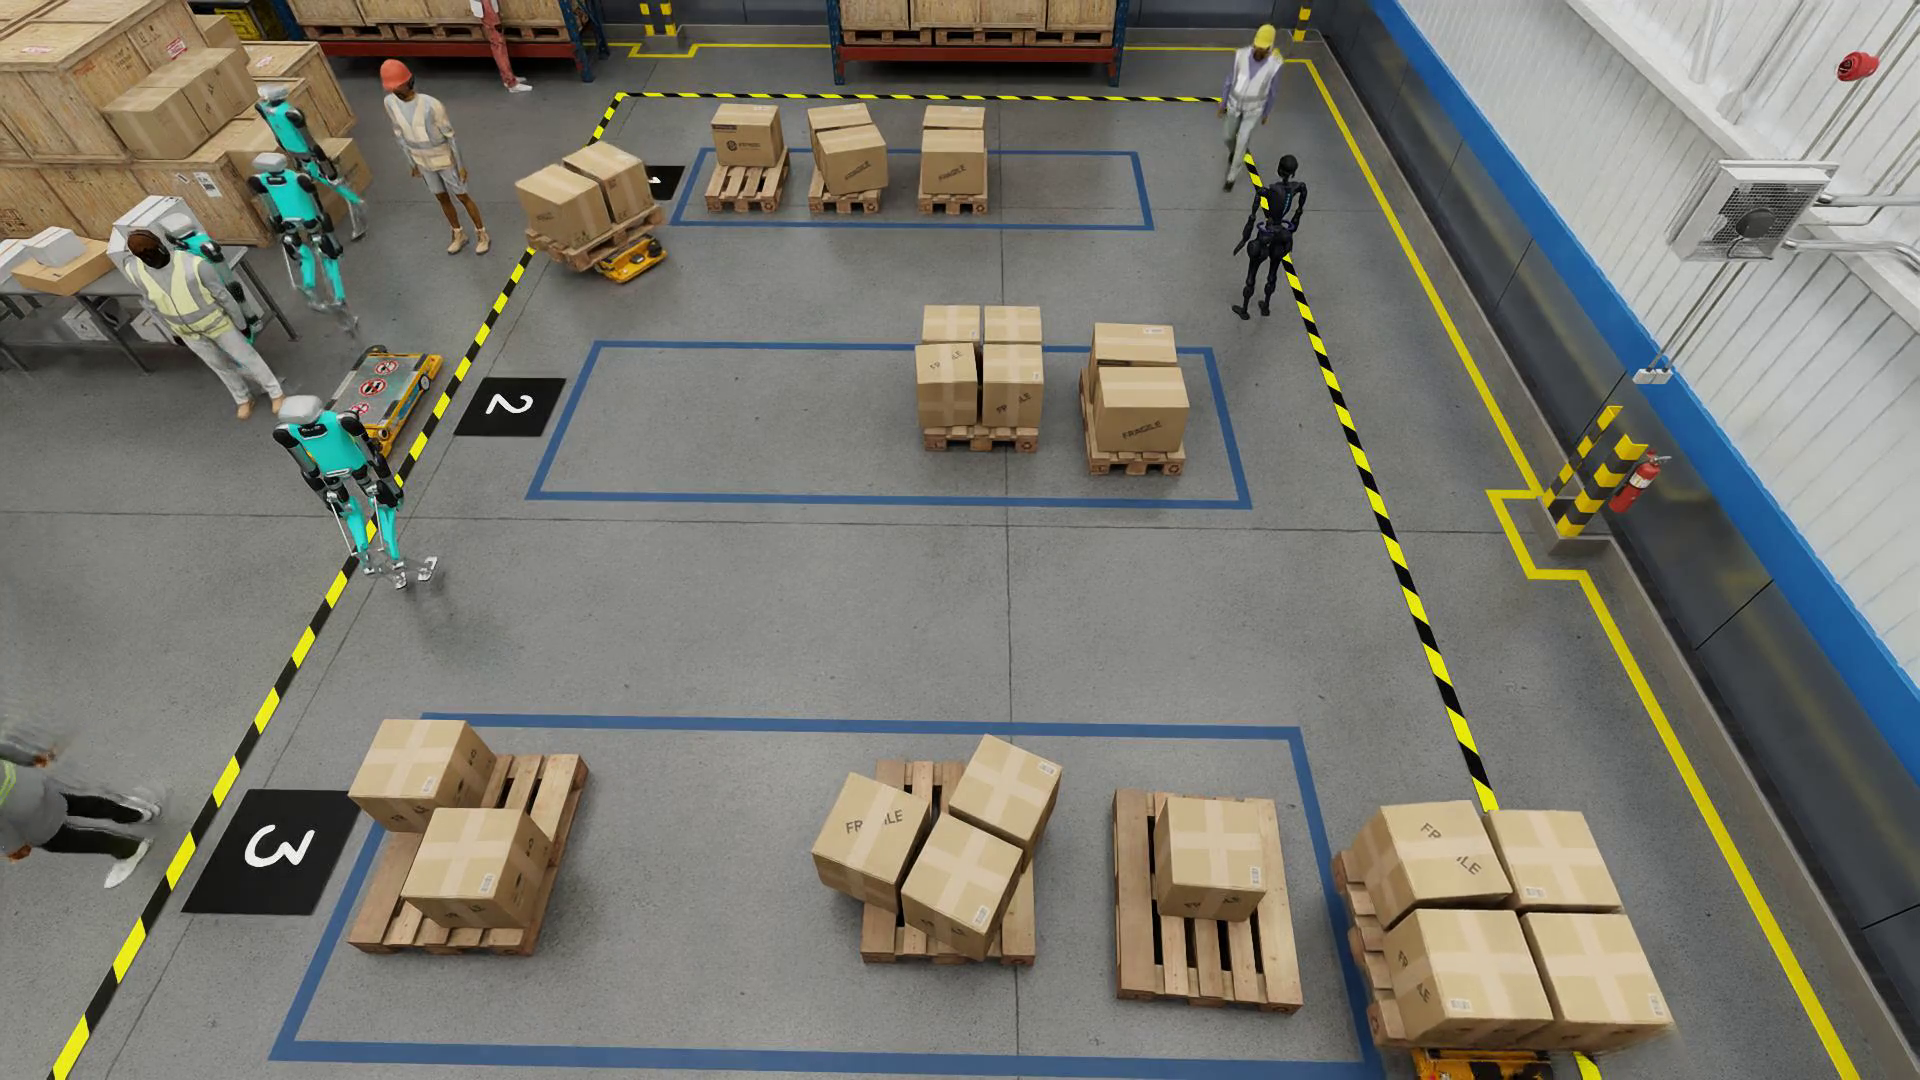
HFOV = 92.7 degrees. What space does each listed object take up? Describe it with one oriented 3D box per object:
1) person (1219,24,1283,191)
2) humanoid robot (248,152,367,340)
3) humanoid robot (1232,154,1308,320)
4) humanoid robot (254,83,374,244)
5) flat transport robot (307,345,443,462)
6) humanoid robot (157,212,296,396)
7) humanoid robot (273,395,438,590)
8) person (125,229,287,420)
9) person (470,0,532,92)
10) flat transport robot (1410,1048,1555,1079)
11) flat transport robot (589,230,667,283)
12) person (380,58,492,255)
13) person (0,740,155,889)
[{"bbox_3d":[3.334,-5.047,10.623,0.589,1.808,0.676,24,54,19],"label":"person"},{"bbox_3d":[-6.149,-2.610,8.684,0.545,1.893,0.743,-4,50,-3],"label":"humanoid robot"},{"bbox_3d":[3.000,-2.925,8.909,0.599,1.657,0.315,-8,50,-7],"label":"humanoid robot"},{"bbox_3d":[-6.765,-4.015,9.834,0.556,1.843,0.672,16,52,13],"label":"humanoid robot"},{"bbox_3d":[-5.383,-1.269,8.441,0.659,0.231,1.431,1,50,1],"label":"flat transport robot"},{"bbox_3d":[-6.501,-1.897,8.033,0.549,1.834,0.669,20,53,16],"label":"humanoid robot"},{"bbox_3d":[-4.268,-0.201,6.487,0.533,1.677,0.735,-12,51,-10],"label":"humanoid robot"},{"bbox_3d":[-6.487,-1.840,7.903,0.631,1.834,0.429,-10,50,-8],"label":"person"},{"bbox_3d":[-6.279,-7.014,12.222,0.393,1.920,0.587,-24,54,-19],"label":"person"},{"bbox_3d":[2.832,2.399,5.319,0.652,0.197,1.431,1,50,1],"label":"flat transport robot"},{"bbox_3d":[-4.000,-3.296,10.138,1.431,0.197,0.652,27,55,21],"label":"flat transport robot"},{"bbox_3d":[-5.462,-3.936,9.535,0.604,2.046,0.373,3,50,3],"label":"person"},{"bbox_3d":[-5.315,1.454,5.127,0.479,1.809,0.692,-31,57,-24],"label":"person"}]
